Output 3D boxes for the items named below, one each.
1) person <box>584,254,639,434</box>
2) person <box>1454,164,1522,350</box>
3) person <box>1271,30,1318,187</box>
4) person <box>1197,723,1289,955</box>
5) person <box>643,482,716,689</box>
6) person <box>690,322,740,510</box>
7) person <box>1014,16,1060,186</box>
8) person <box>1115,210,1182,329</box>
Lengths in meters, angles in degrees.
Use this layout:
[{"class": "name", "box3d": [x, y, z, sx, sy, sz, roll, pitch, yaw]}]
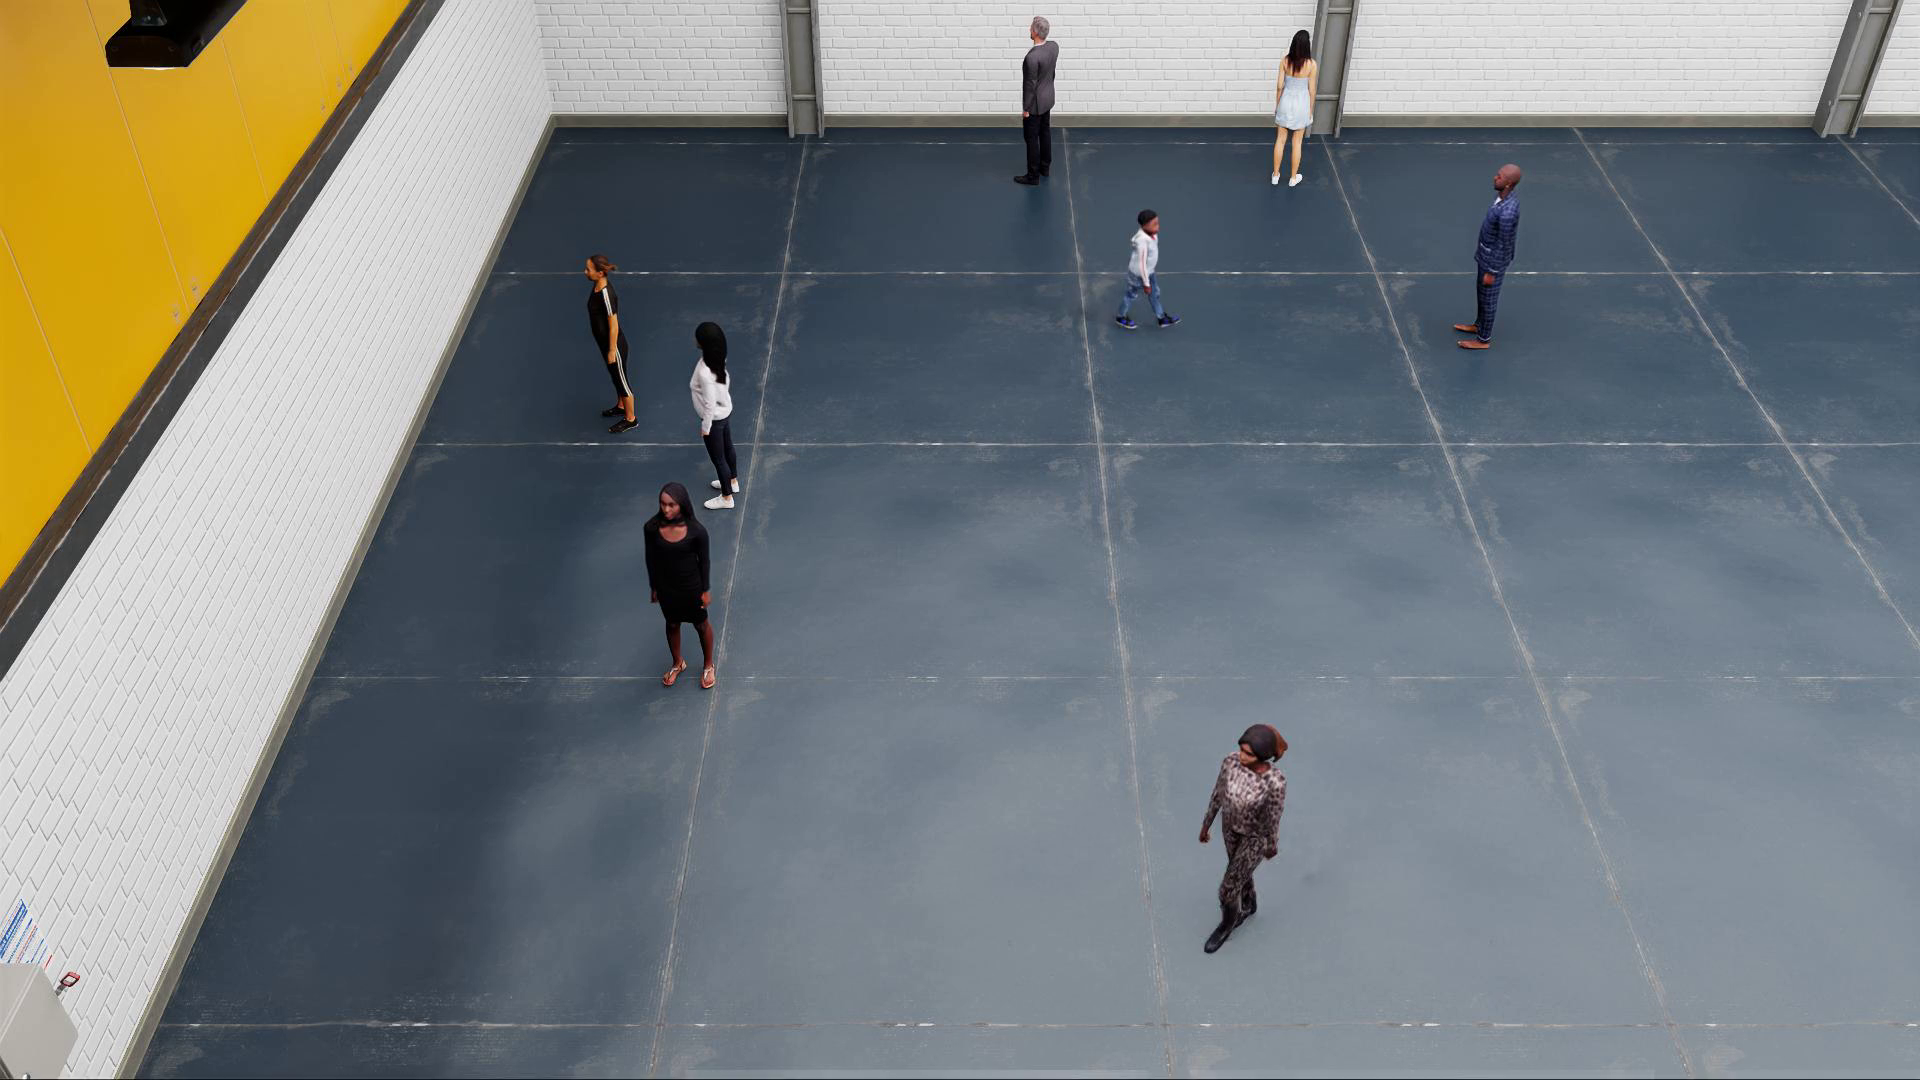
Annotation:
[{"class": "person", "box3d": [-2.994, -1.707, 14.266, 0.632, 1.669, 0.649, -15, 41, -17]}, {"class": "person", "box3d": [4.902, -2.611, 15.279, 0.630, 1.818, 0.687, 5, 39, 6]}, {"class": "person", "box3d": [3.589, -4.652, 17.905, 0.575, 1.731, 0.713, 12, 40, 15]}, {"class": "person", "box3d": [1.762, 1.716, 9.958, 0.873, 1.696, 0.802, -27, 46, -30]}, {"class": "person", "box3d": [-1.955, 0.320, 11.687, 0.489, 1.720, 0.697, 4, 39, 6]}, {"class": "person", "box3d": [-1.958, -1.014, 13.373, 0.582, 1.701, 0.633, 4, 39, 5]}, {"class": "person", "box3d": [0.832, -4.753, 17.942, 0.802, 1.841, 0.814, 21, 43, 24]}, {"class": "person", "box3d": [1.656, -2.544, 15.667, 0.908, 1.229, 0.714, 16, 41, 19]}]
